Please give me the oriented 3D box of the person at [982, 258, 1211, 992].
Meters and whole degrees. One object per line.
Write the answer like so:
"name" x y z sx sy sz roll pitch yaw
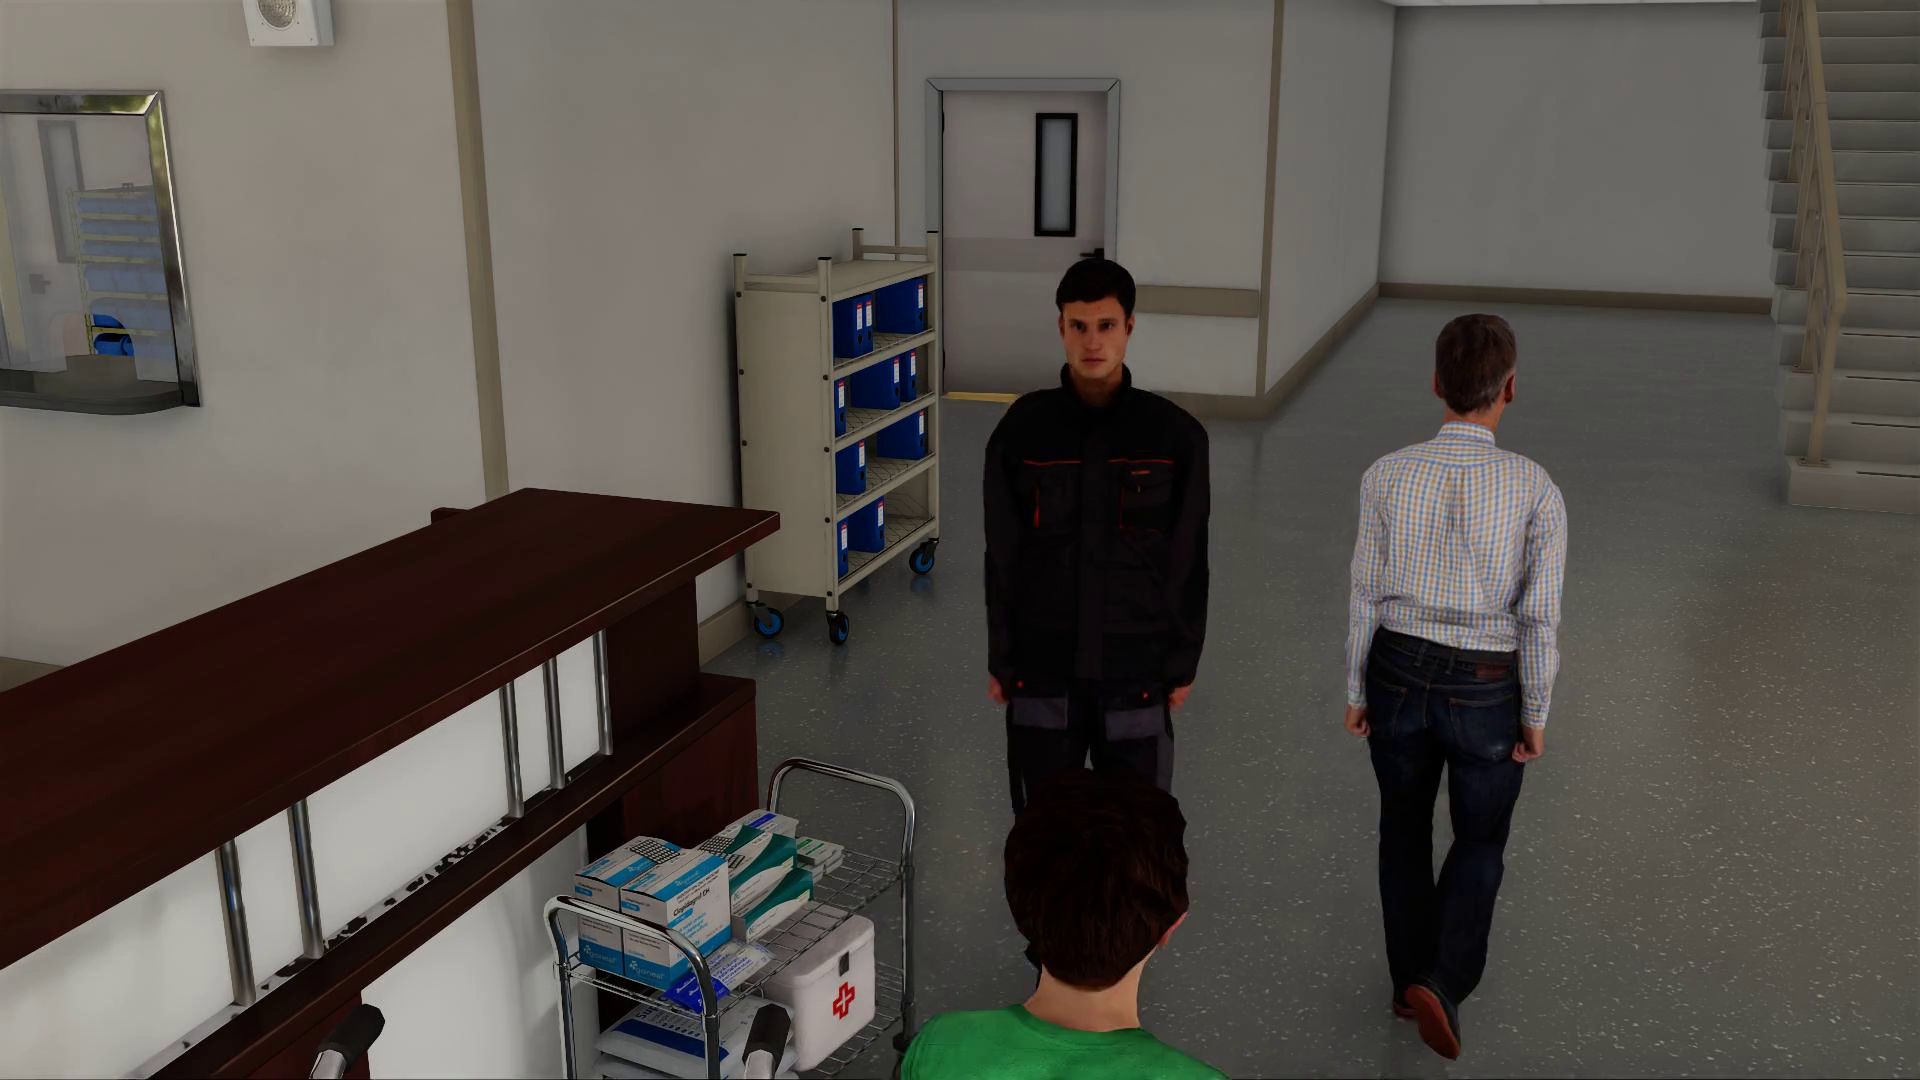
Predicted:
"person" 0.329 0.259 4.162 0.828 1.928 0.994 2 16 7

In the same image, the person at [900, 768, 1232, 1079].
"person" 0.088 1.081 1.823 0.657 1.616 1.109 4 16 13

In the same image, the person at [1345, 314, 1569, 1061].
"person" 1.140 0.383 3.949 0.685 1.804 0.956 7 17 22
